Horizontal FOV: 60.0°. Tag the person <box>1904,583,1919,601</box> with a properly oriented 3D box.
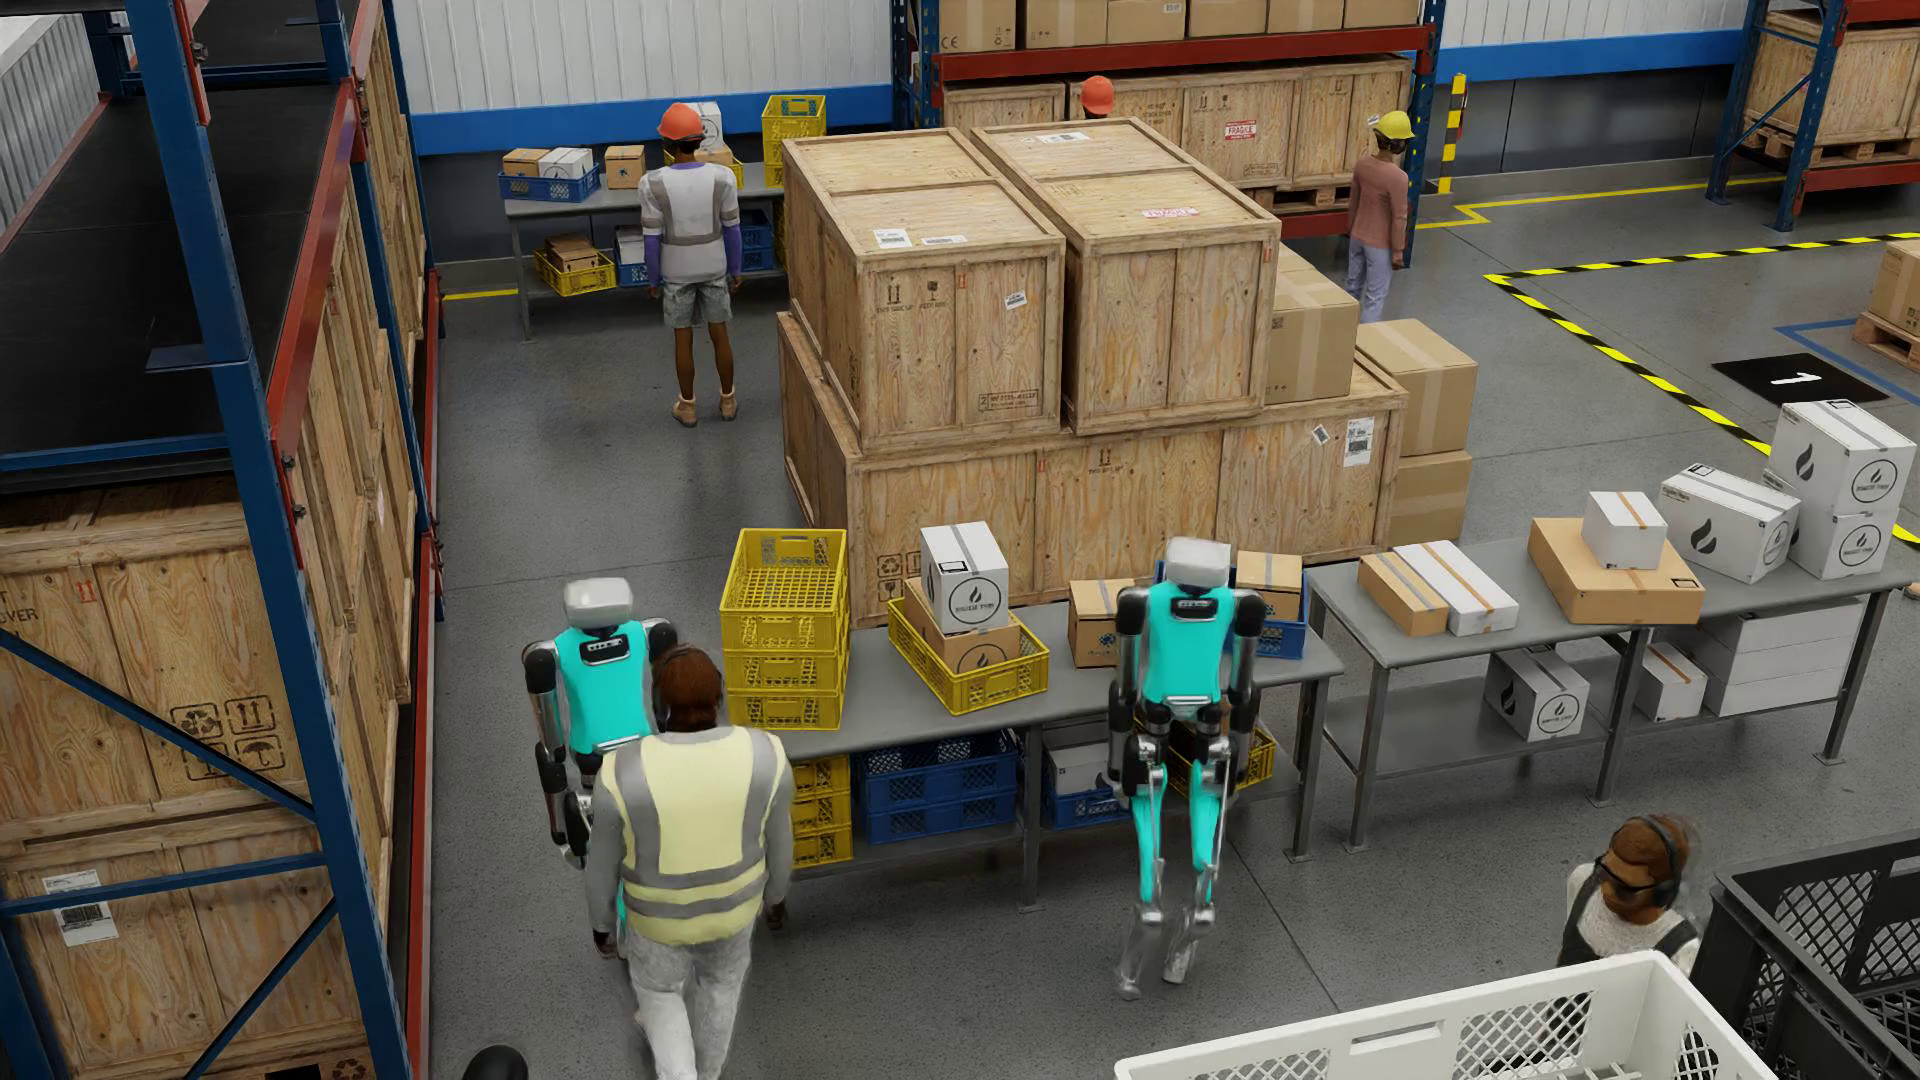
[{"bbox_3d":[5.161,-0.493,8.177,0.381,2.039,0.613,0,29,0],"label":"person"}]

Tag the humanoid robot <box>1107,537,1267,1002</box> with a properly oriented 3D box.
[{"bbox_3d":[0.811,0.930,5.940,0.559,1.805,0.760,-1,29,-3],"label":"humanoid robot"}]

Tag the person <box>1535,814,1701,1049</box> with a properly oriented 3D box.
[{"bbox_3d":[1.817,1.518,4.767,0.862,1.809,0.528,-12,31,-20],"label":"person"}]

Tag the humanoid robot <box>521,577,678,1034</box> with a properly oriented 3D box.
[{"bbox_3d":[-1.118,1.031,5.747,0.538,1.737,0.995,-13,31,-22],"label":"humanoid robot"}]

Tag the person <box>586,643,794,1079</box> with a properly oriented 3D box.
[{"bbox_3d":[-0.843,1.188,5.353,0.671,1.816,0.606,-9,30,-16],"label":"person"}]

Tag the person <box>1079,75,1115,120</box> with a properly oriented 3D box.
[{"bbox_3d":[0.894,-2.228,11.442,0.542,1.928,0.371,-5,29,-9],"label":"person"}]

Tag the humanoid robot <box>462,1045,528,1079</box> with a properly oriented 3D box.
[{"bbox_3d":[-1.047,1.885,4.240,0.602,1.646,0.357,-2,29,-4],"label":"humanoid robot"}]

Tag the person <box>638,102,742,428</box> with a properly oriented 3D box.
[{"bbox_3d":[-1.656,-1.688,10.338,0.613,2.047,0.355,-10,30,-18],"label":"person"}]

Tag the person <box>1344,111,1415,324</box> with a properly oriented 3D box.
[{"bbox_3d":[2.813,-2.005,11.203,0.326,1.766,0.531,-13,31,-22],"label":"person"}]
